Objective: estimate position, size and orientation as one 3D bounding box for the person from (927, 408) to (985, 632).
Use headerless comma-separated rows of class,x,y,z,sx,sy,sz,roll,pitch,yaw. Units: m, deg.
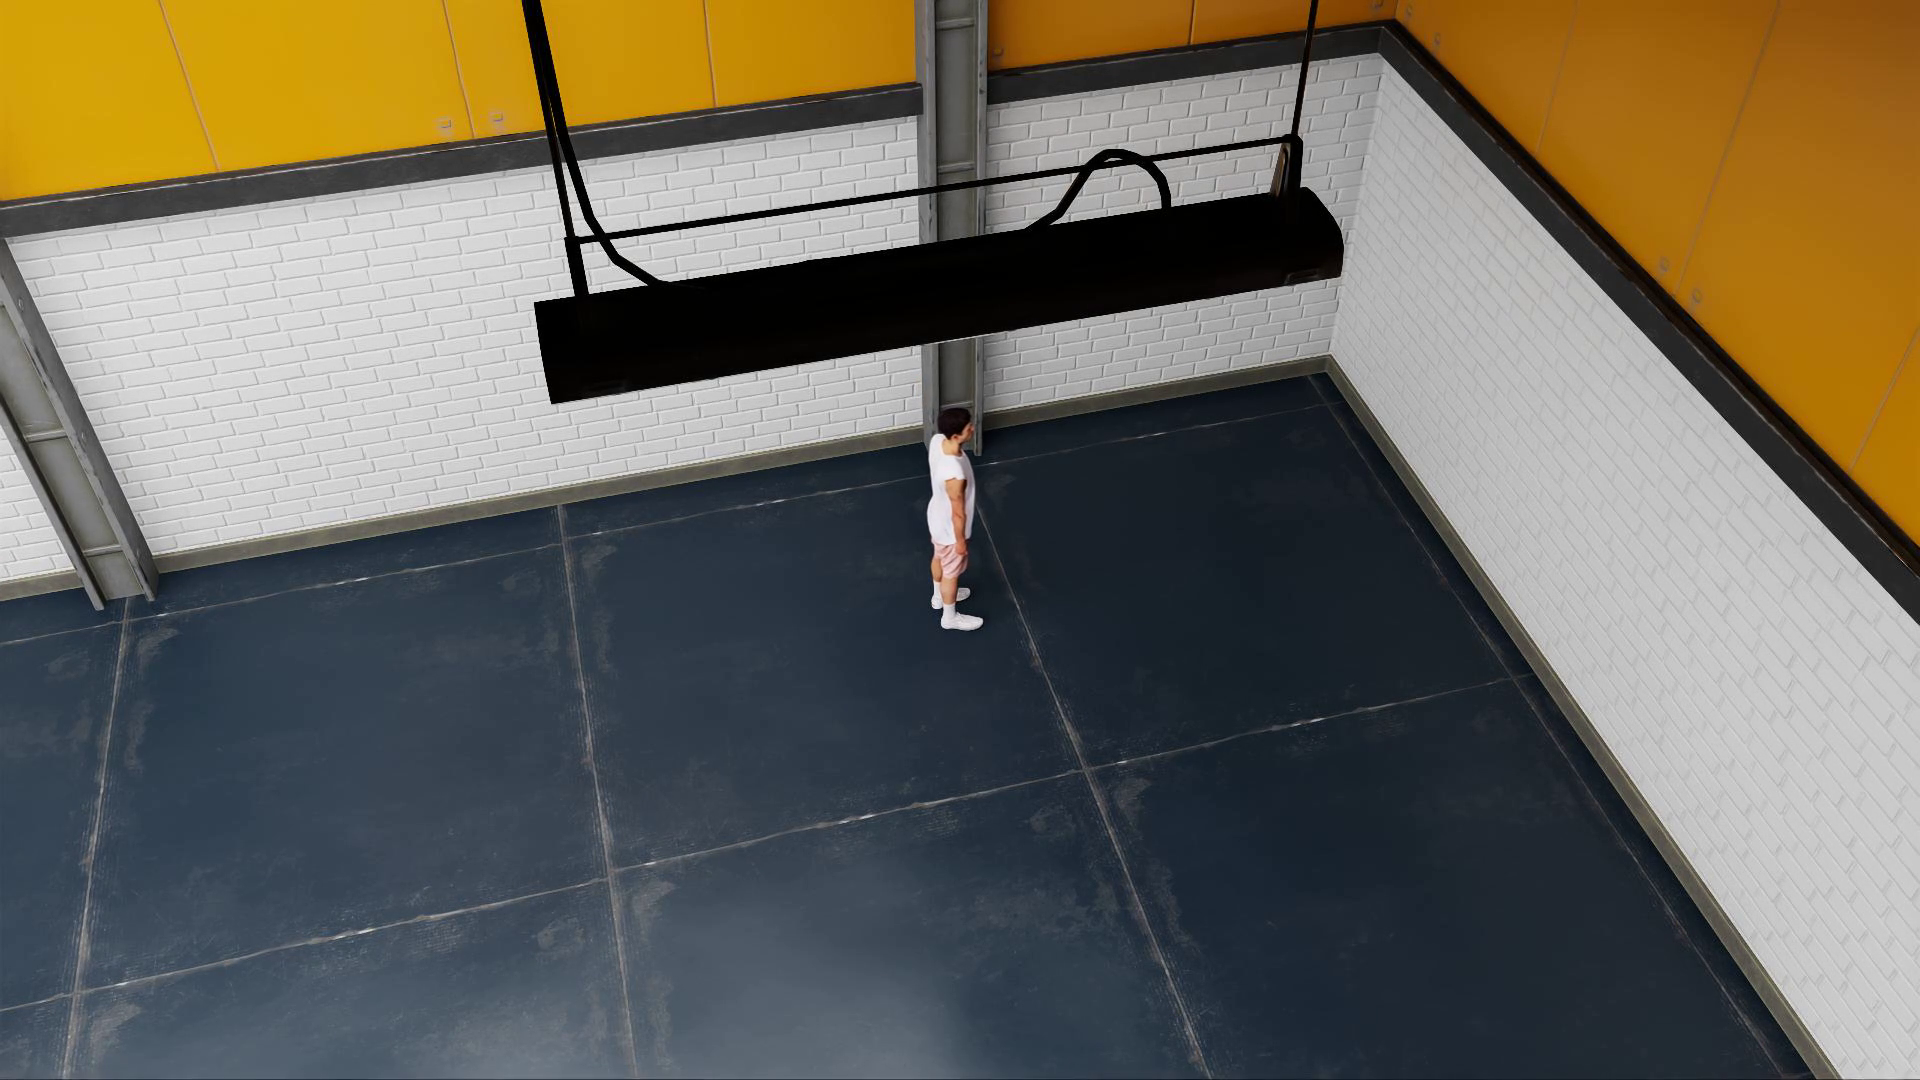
person,-0.069,-0.148,10.921,0.560,1.788,0.625,-9,44,-9
